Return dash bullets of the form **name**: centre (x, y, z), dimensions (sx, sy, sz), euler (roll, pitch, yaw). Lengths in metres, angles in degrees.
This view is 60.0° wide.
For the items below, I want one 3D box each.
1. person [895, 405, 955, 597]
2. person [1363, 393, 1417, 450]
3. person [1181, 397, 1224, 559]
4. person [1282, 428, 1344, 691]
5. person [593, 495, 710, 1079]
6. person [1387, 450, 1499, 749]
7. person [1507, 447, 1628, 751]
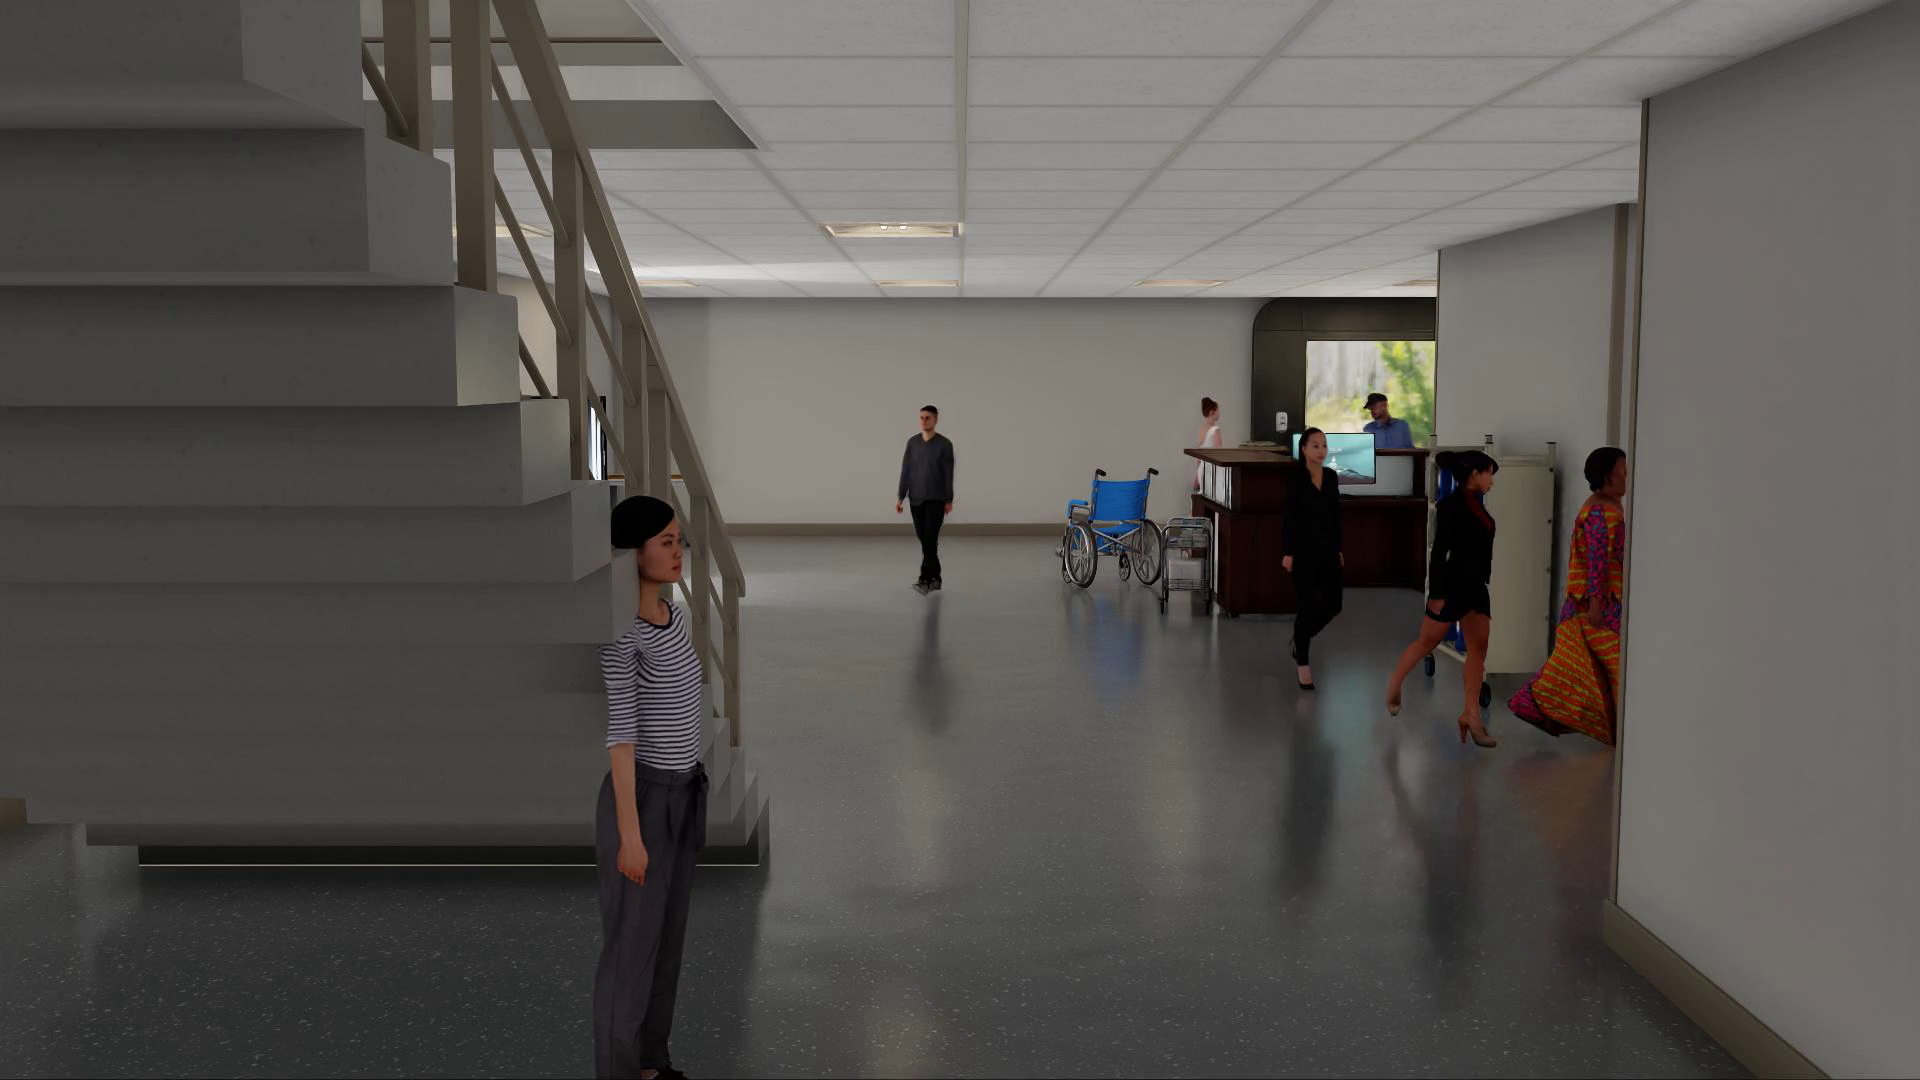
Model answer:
- **person**: centre (-0.266, -0.351, 15.368), dimensions (0.930, 1.726, 1.137), euler (3, 6, 27)
- **person**: centre (4.406, -0.556, 16.789), dimensions (0.901, 1.850, 0.608), euler (-1, 6, -7)
- **person**: centre (2.587, -0.633, 17.994), dimensions (0.792, 1.764, 0.965), euler (-1, 6, -13)
- **person**: centre (2.253, 0.122, 10.808), dimensions (0.728, 1.699, 0.805), euler (-2, 6, -22)
- **person**: centre (-0.861, 0.739, 4.509), dimensions (0.690, 1.733, 0.510), euler (1, 6, 10)
- **person**: centre (2.685, 0.329, 9.225), dimensions (0.980, 1.604, 1.075), euler (-4, 7, -35)
- **person**: centre (3.448, 0.310, 9.095), dimensions (0.906, 1.668, 1.121), euler (2, 6, 15)
